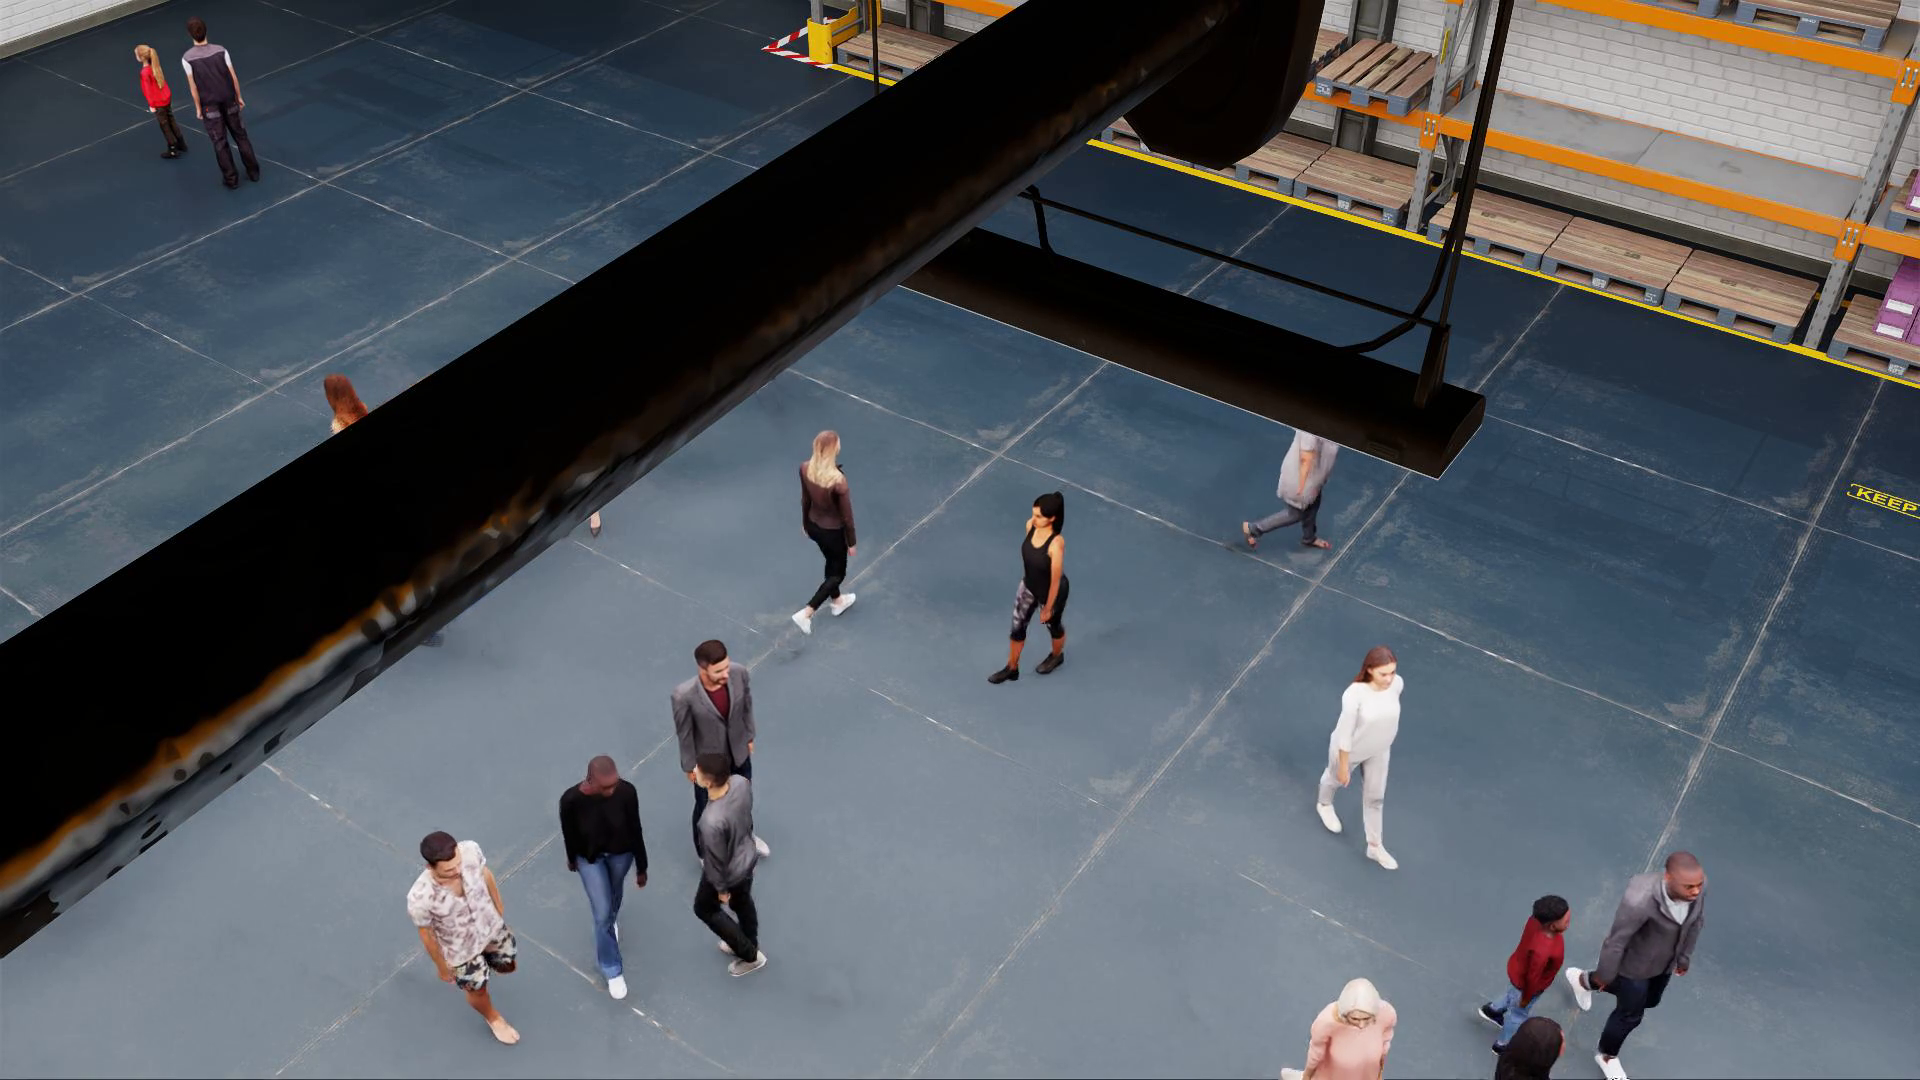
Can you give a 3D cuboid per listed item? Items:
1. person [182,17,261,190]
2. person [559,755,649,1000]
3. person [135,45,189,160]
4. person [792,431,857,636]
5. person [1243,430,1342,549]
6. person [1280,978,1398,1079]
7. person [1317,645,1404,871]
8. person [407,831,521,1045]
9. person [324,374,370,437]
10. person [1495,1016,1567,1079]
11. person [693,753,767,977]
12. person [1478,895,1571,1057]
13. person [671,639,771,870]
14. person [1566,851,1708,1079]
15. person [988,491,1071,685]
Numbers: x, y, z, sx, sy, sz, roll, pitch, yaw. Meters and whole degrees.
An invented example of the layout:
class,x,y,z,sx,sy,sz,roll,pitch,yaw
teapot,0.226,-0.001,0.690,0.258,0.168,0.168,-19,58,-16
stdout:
class,x,y,z,sx,sy,sz,roll,pitch,yaw
person,-7.947,-4.687,17.822,0.725,1.848,0.693,-25,45,-28
person,-2.105,1.798,9.816,0.938,1.703,1.077,-9,40,-11
person,-8.923,-4.894,18.534,0.616,1.282,0.569,0,39,0
person,-1.020,-0.015,12.104,0.885,1.682,0.728,27,46,29
person,2.595,-0.547,12.848,1.043,1.585,0.849,7,39,9
person,1.950,2.722,8.673,0.985,1.686,1.114,-12,40,-15
person,2.492,1.252,10.537,0.935,1.658,1.072,-14,41,-17
person,-2.826,2.153,9.301,0.770,1.792,0.713,20,43,24
person,-4.459,-0.491,12.700,1.153,1.681,0.792,12,40,14
person,2.650,2.974,8.322,0.934,1.731,0.828,1,39,1
person,-1.261,1.900,9.649,0.706,1.753,0.678,16,41,19
person,3.162,2.431,9.393,0.641,1.243,0.593,13,40,15
person,-1.493,1.317,10.286,0.756,1.868,0.717,-25,45,-28
person,3.711,2.251,9.175,0.990,1.795,1.102,-12,40,-15
person,0.660,0.309,11.727,0.839,1.645,0.893,-25,45,-28
